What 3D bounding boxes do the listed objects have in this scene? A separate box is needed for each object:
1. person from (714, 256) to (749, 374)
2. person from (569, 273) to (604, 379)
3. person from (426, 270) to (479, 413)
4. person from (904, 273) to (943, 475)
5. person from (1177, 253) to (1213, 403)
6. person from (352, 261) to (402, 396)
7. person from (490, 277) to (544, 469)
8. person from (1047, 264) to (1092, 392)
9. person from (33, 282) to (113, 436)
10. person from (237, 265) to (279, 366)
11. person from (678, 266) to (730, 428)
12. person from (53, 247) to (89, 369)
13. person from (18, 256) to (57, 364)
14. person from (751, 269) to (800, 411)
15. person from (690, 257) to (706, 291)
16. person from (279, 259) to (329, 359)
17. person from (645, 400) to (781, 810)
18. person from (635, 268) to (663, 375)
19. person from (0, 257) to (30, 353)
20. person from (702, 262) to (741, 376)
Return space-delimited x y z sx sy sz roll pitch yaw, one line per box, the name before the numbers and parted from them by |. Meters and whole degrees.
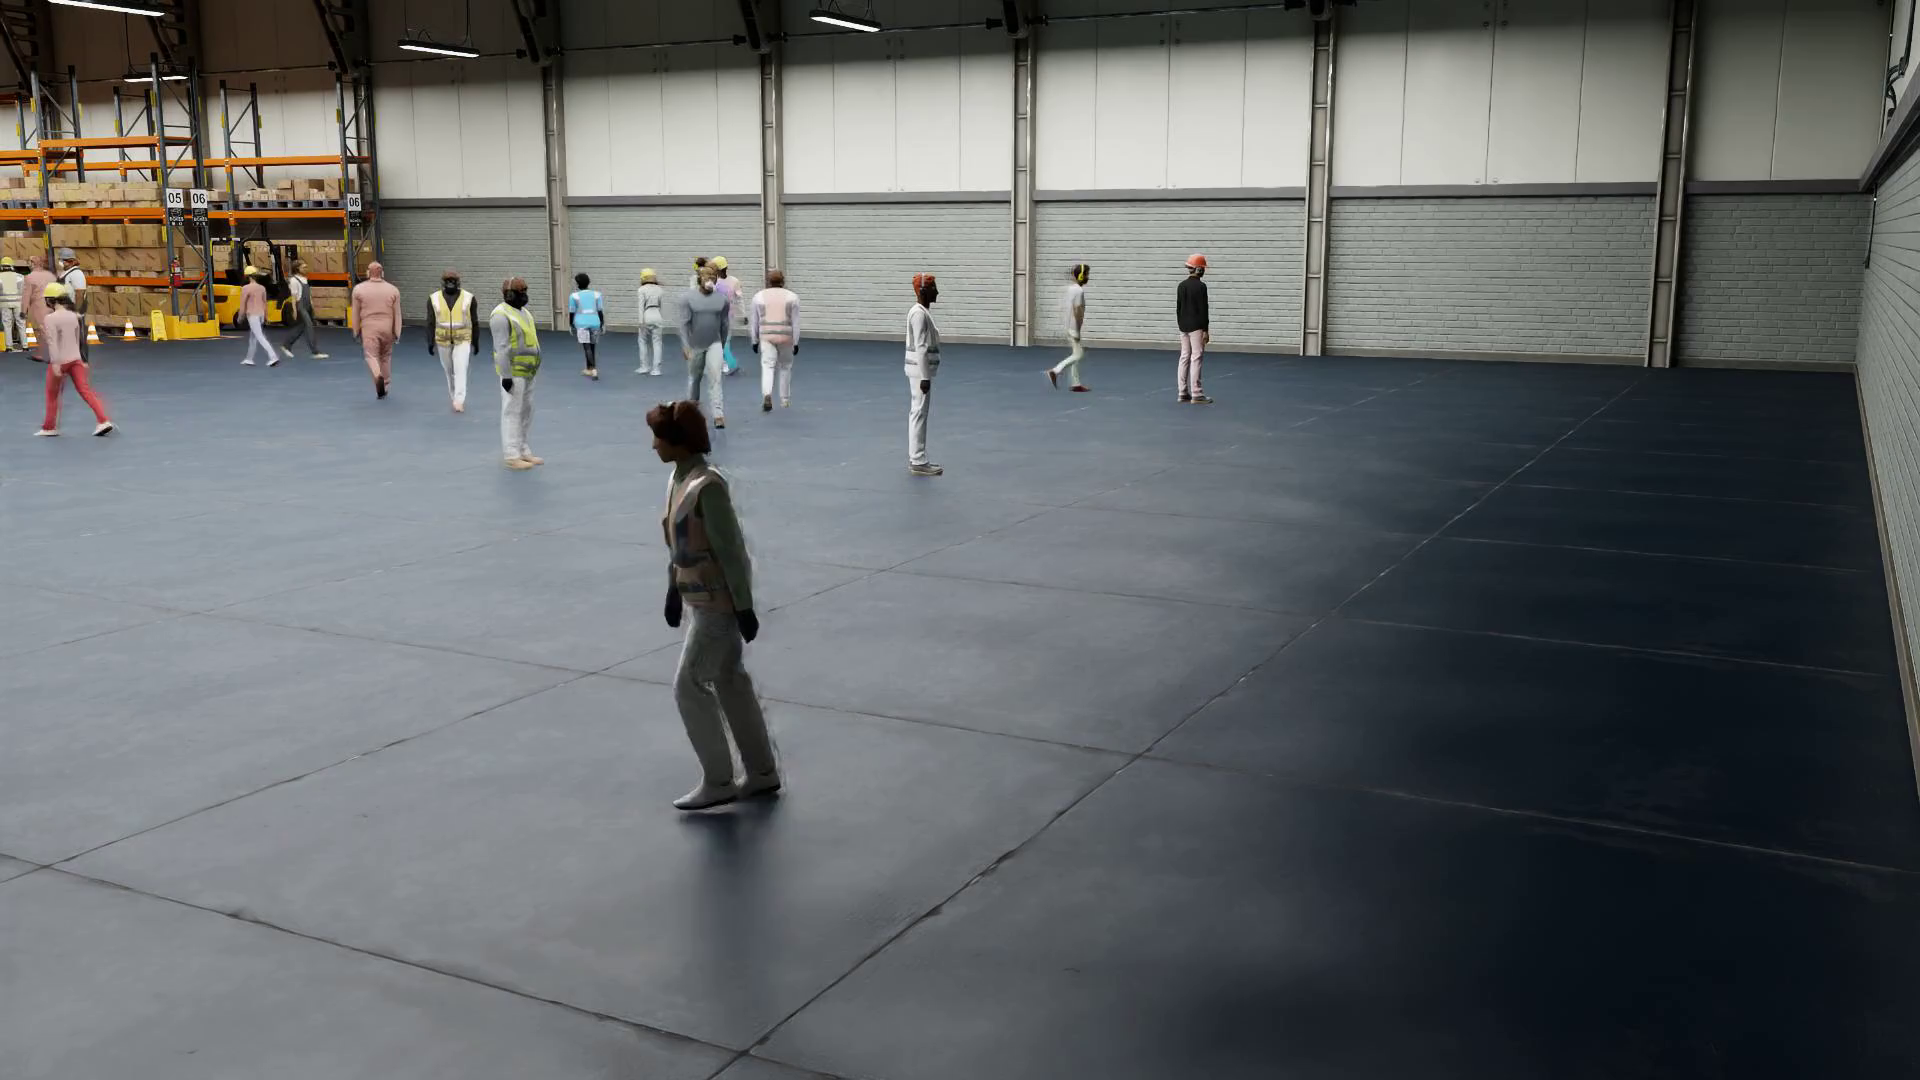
person | -3.793 -3.655 27.062 0.635 1.888 0.640 -9 13 -39
person | -5.857 -3.355 26.103 0.542 1.651 0.898 -6 12 -31
person | -6.524 -2.564 21.422 0.632 1.805 0.973 -2 11 -8
person | -0.347 -1.561 15.684 0.353 1.883 0.572 -1 10 -3
person | 3.144 -2.832 22.311 0.379 1.996 0.609 -6 12 -29
person | -8.087 -2.922 23.112 0.648 1.884 0.807 -6 12 -28
person | -4.270 -1.612 16.083 0.429 1.840 0.633 2 11 9
person | 1.565 -3.013 23.731 0.641 1.846 0.561 -2 11 -13
person | -9.928 -1.994 18.514 0.918 1.734 0.532 2 11 12
person | -12.074 -3.845 28.558 0.884 1.725 0.527 3 11 16
person | -3.023 -2.286 19.667 0.628 1.890 1.067 -3 11 -17
person | -14.951 -3.884 27.922 0.538 2.000 0.684 -10 14 -43
person | -16.178 -4.016 29.105 0.925 1.867 0.644 2 11 10
person | -2.378 -2.575 21.426 0.633 1.815 0.868 0 10 -1
person | -4.815 -4.257 30.556 0.933 1.816 0.557 8 13 38
person | -12.016 -4.197 30.248 0.901 1.819 0.511 0 10 -1
person | -0.964 0.255 6.513 0.560 1.609 0.532 -3 11 -18
person | -5.022 -3.522 26.855 0.508 1.693 0.672 -9 14 -41
person | -18.135 -4.486 31.789 0.595 1.826 0.403 -7 12 -32
person | -3.919 -3.515 26.517 0.822 1.813 0.576 -1 10 -3
